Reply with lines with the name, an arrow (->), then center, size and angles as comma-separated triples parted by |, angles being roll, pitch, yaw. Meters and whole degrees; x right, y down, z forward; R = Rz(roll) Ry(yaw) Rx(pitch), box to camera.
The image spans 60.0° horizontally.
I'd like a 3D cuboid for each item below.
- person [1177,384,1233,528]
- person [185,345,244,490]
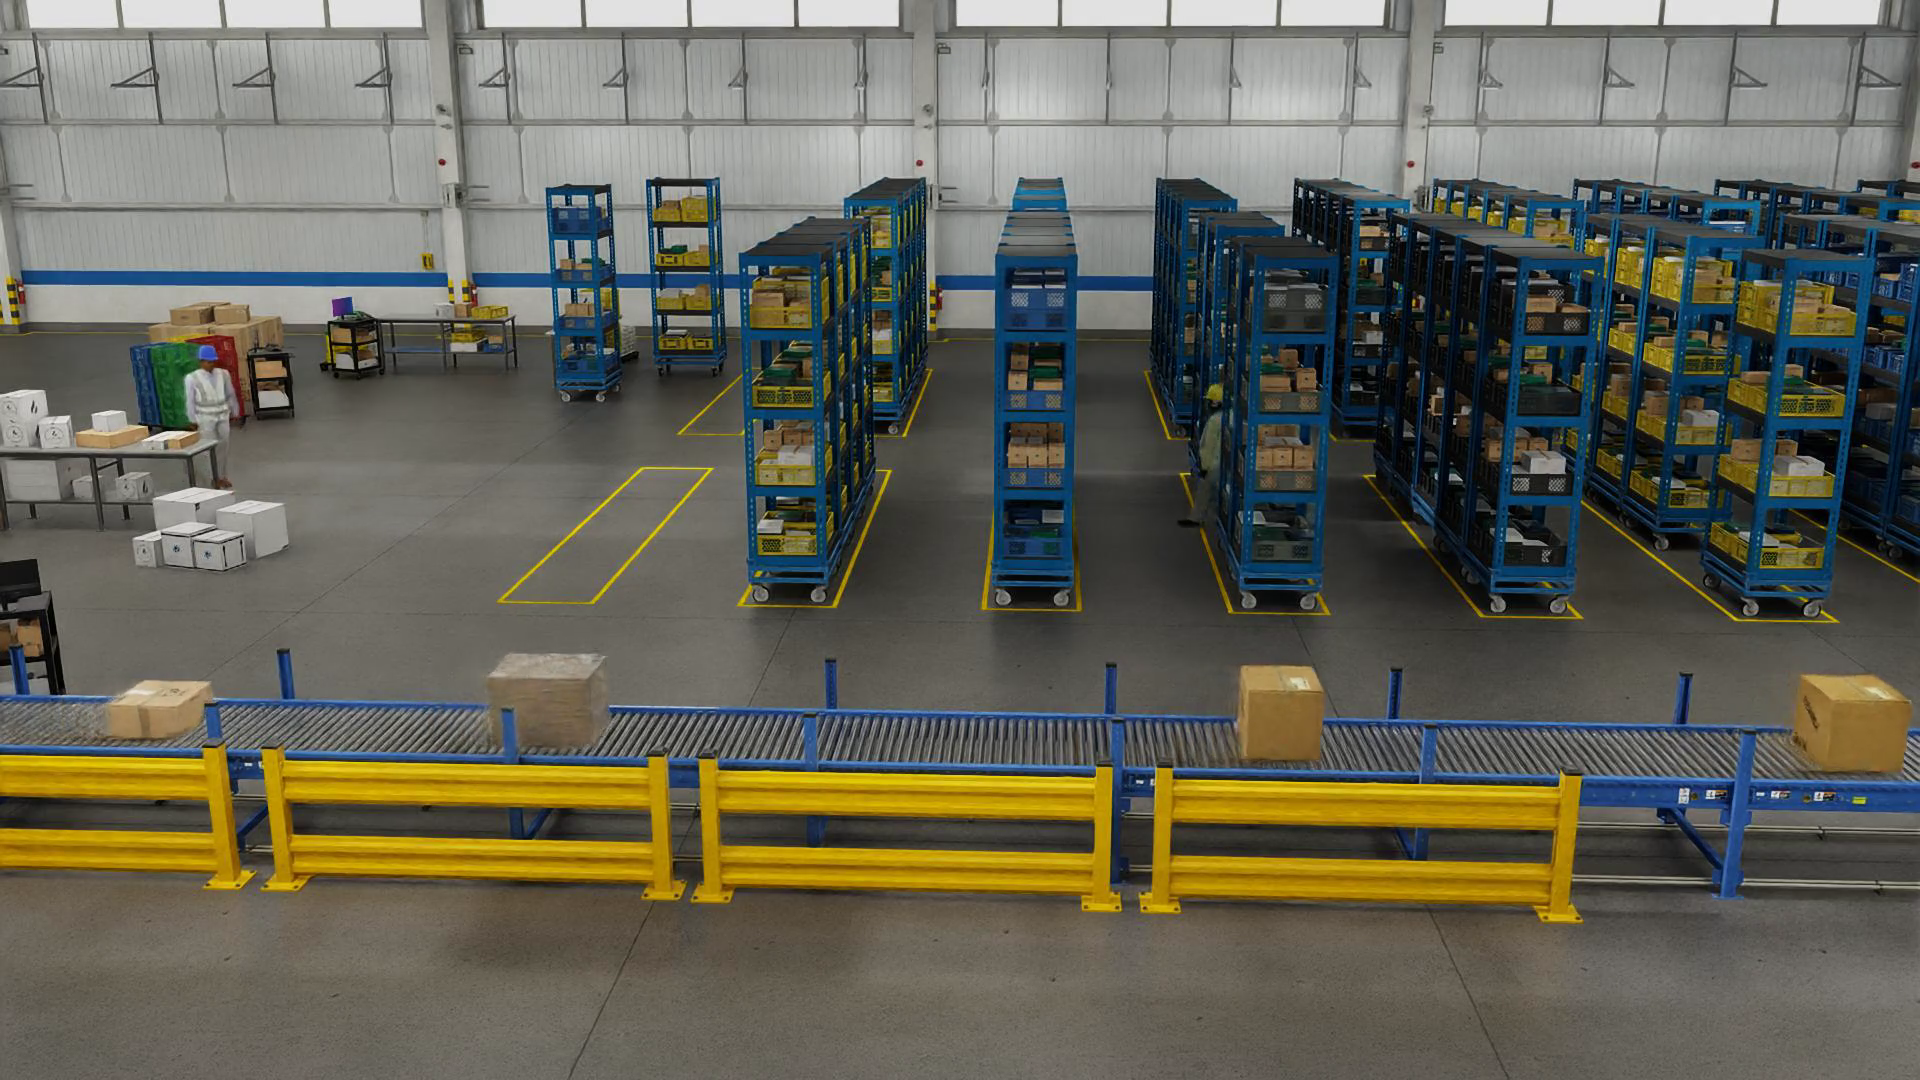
person -> 3.062, -0.956, 19.705 | 0.915, 1.792, 0.607 | 6, 16, 23
person -> -9.756, -1.596, 21.820 | 0.612, 1.926, 0.616 | 11, 19, 36
